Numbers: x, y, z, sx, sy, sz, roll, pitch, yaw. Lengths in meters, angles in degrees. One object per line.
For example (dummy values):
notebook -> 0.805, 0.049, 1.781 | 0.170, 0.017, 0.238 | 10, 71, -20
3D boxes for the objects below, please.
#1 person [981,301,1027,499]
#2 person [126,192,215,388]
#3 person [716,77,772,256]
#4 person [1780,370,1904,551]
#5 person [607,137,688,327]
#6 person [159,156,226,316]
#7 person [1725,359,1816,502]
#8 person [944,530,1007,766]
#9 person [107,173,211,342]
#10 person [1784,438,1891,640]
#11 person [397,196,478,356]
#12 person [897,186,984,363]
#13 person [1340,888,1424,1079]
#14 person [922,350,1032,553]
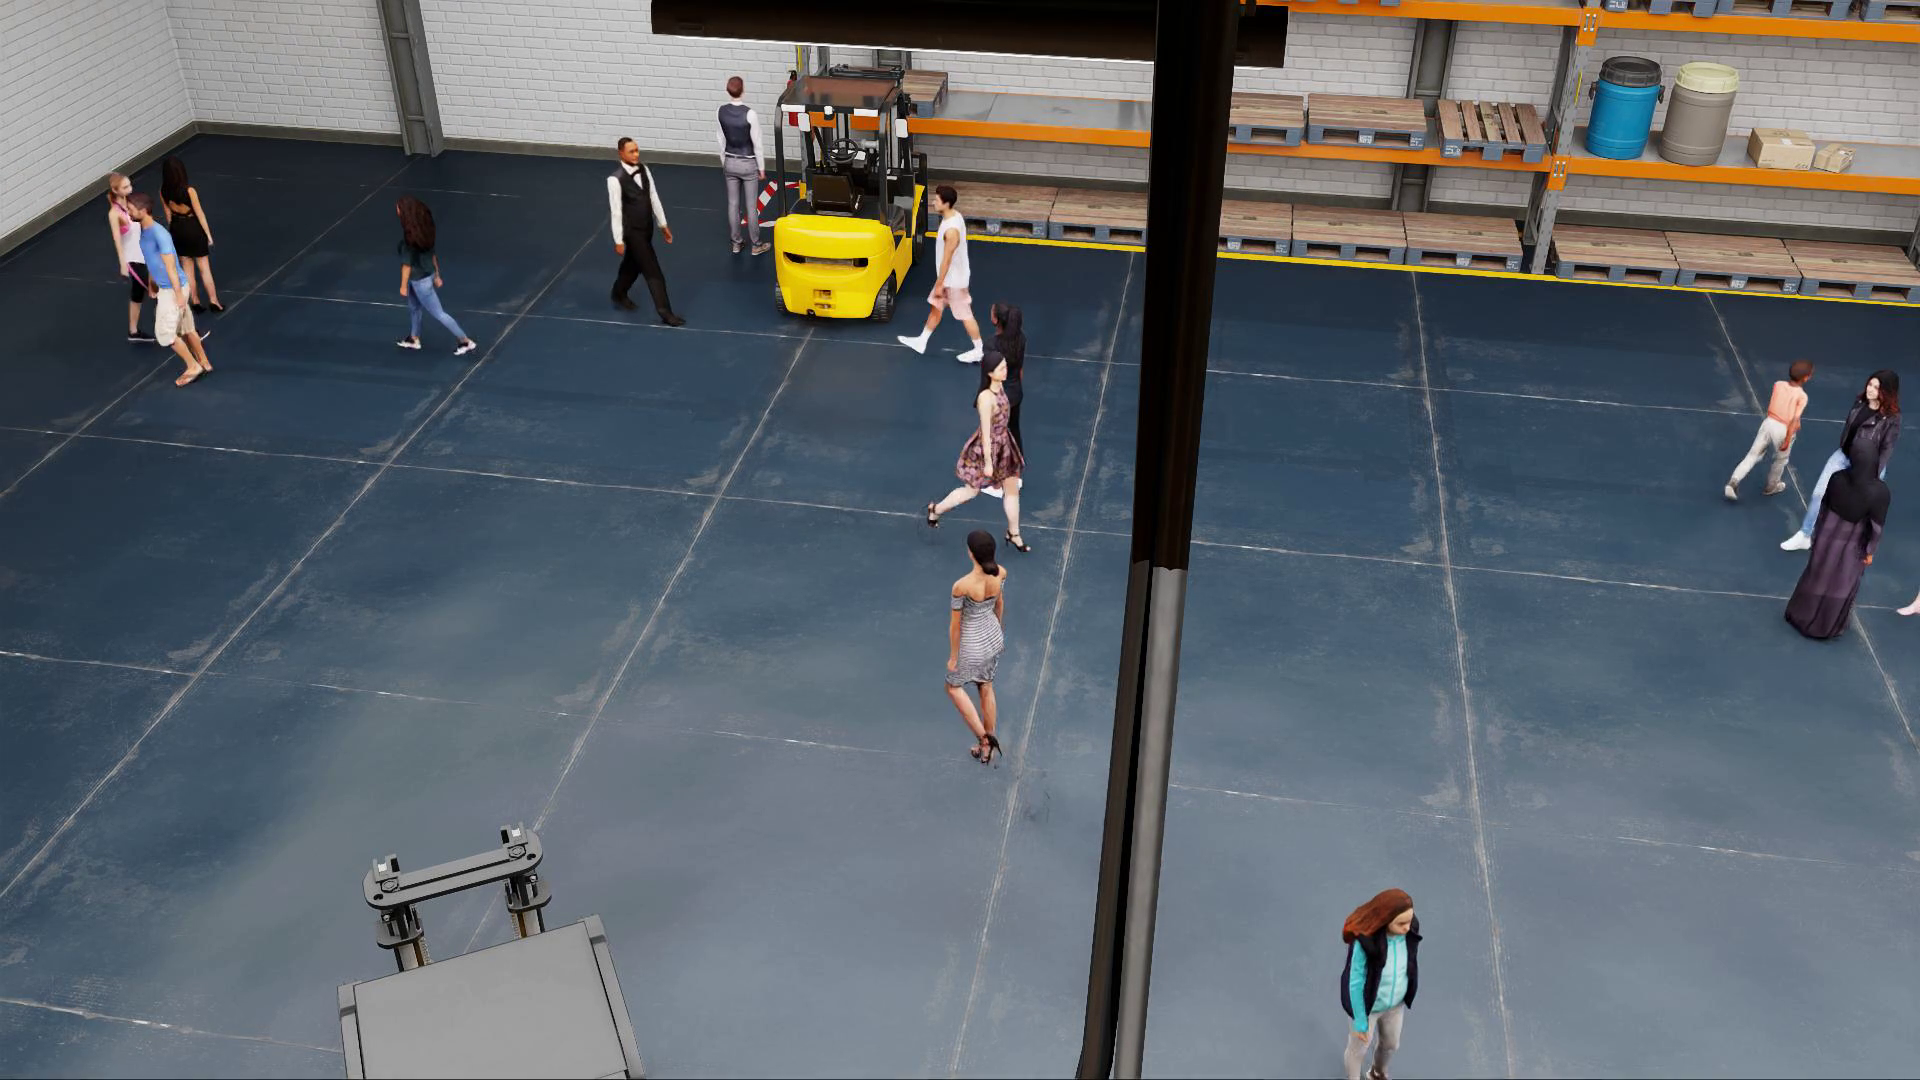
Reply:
person -> 0.354, -1.170, 13.691 | 0.692, 1.729, 0.731 | -27, 42, -34
person -> -7.201, -2.350, 15.356 | 0.865, 1.850, 0.801 | -24, 40, -31
person -> -2.339, -4.008, 17.775 | 0.555, 1.935, 0.761 | 12, 35, 17
person -> 7.051, -0.598, 12.939 | 1.058, 1.609, 0.940 | -13, 36, -19
person -> -3.248, -3.059, 16.405 | 1.354, 1.870, 0.964 | 17, 37, 24
person -> -7.670, -3.010, 16.533 | 0.466, 1.647, 0.645 | 0, 34, 1
person -> 6.667, -0.885, 13.654 | 0.937, 1.295, 0.834 | -18, 38, -25
person -> 0.171, 0.763, 10.710 | 0.780, 1.810, 0.837 | -24, 41, -32
person -> -7.941, -2.658, 15.918 | 1.123, 1.742, 0.698 | 2, 34, 3
person -> 6.407, -0.012, 12.058 | 0.793, 1.608, 0.746 | -10, 35, -15
person -> -5.022, -2.452, 15.756 | 1.071, 1.579, 0.606 | 4, 34, 6
person -> 0.025, -2.453, 15.615 | 1.146, 1.736, 0.798 | 0, 34, 0
person -> 2.123, 2.345, 8.614 | 0.716, 1.495, 0.782 | -15, 36, -21
person -> 0.152, -0.665, 12.916 | 1.149, 1.746, 0.687 | 9, 35, 14
